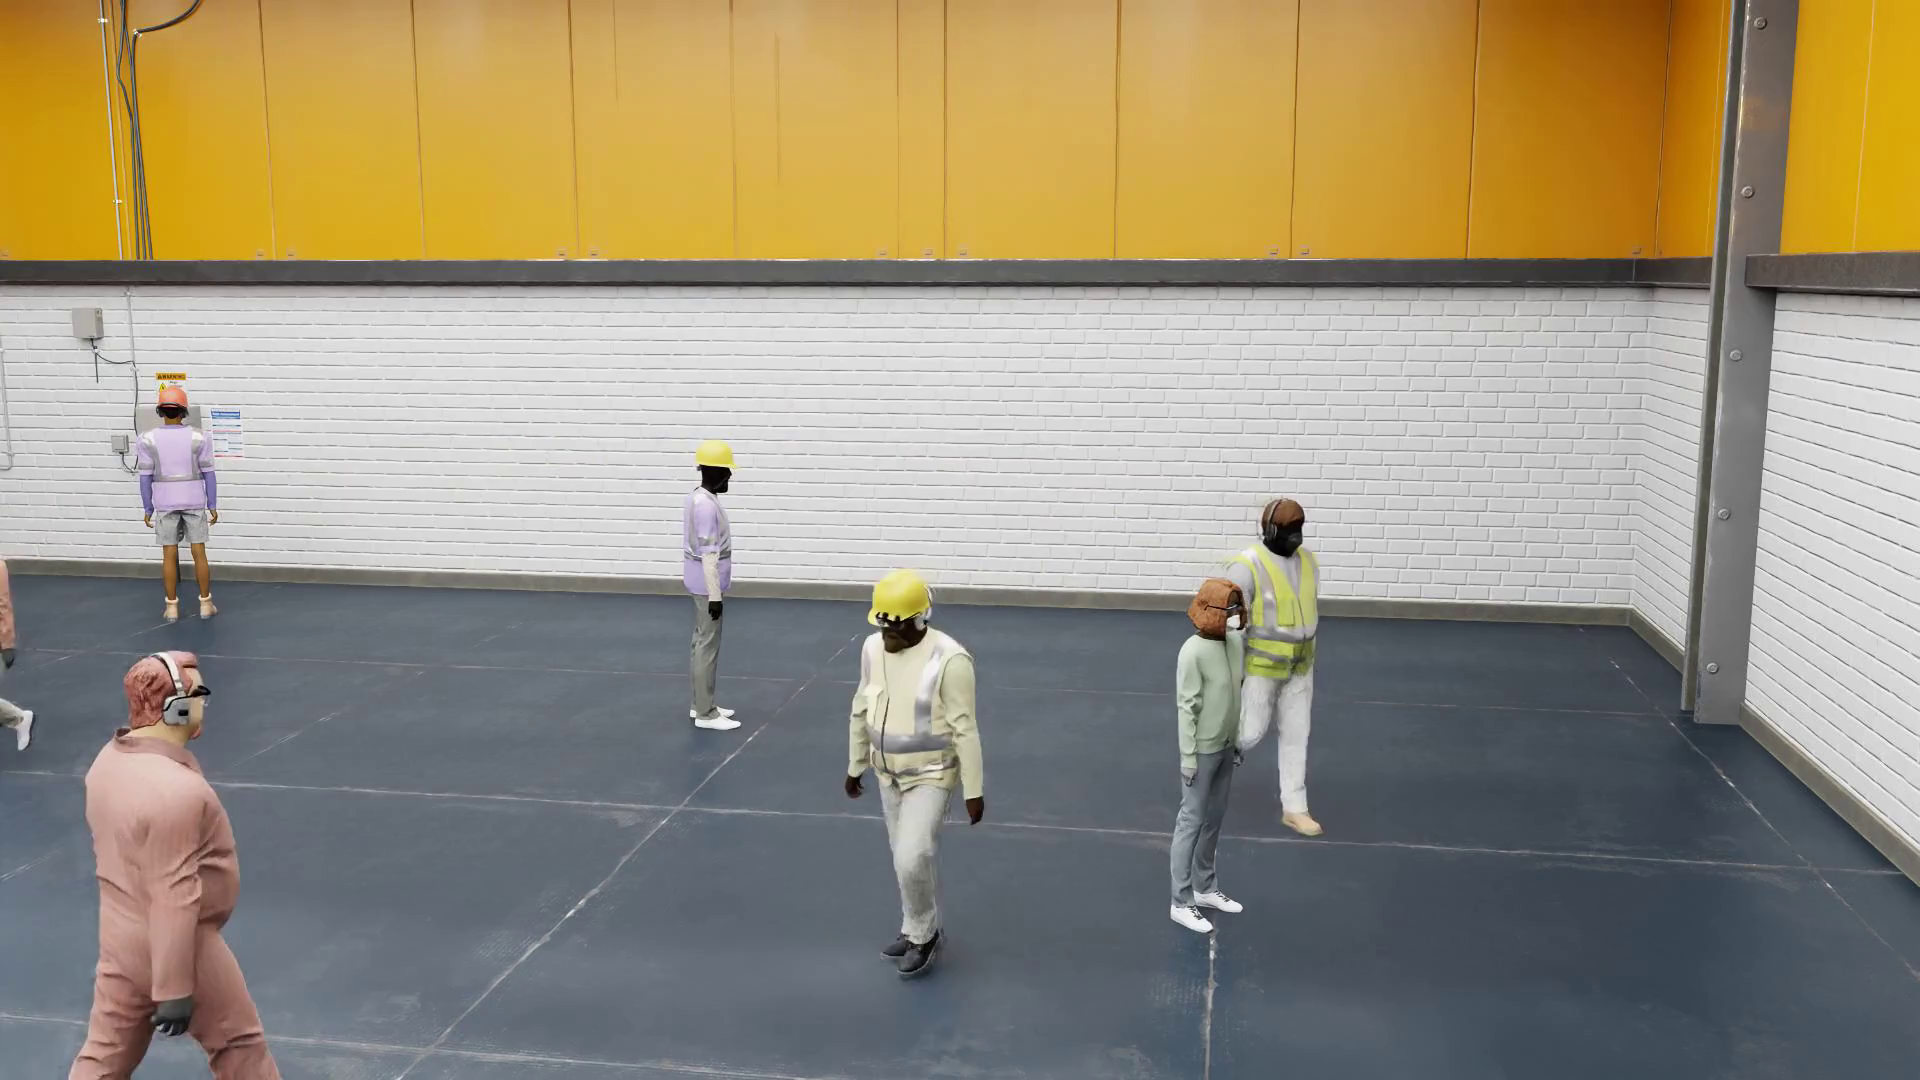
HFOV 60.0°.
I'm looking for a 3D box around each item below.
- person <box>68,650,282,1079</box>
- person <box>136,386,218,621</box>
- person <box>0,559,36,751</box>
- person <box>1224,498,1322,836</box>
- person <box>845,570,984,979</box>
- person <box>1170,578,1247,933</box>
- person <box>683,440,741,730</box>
[{"bbox_3d":[-2.501,1.269,5.273,0.657,1.854,1.056,8,12,41],"label":"person"},{"bbox_3d":[-6.768,-0.314,14.425,0.607,2.044,0.379,-4,10,-23],"label":"person"},{"bbox_3d":[-5.866,0.612,9.997,0.520,1.619,0.628,3,10,18],"label":"person"},{"bbox_3d":[1.665,0.658,9.130,0.635,1.824,0.784,-6,11,-31],"label":"person"},{"bbox_3d":[-0.196,0.996,7.116,0.710,1.788,0.513,8,12,42],"label":"person"},{"bbox_3d":[1.167,0.977,7.720,0.267,1.632,0.507,7,12,37],"label":"person"},{"bbox_3d":[-1.642,0.292,11.053,0.379,1.922,0.594,-2,9,-14],"label":"person"}]
